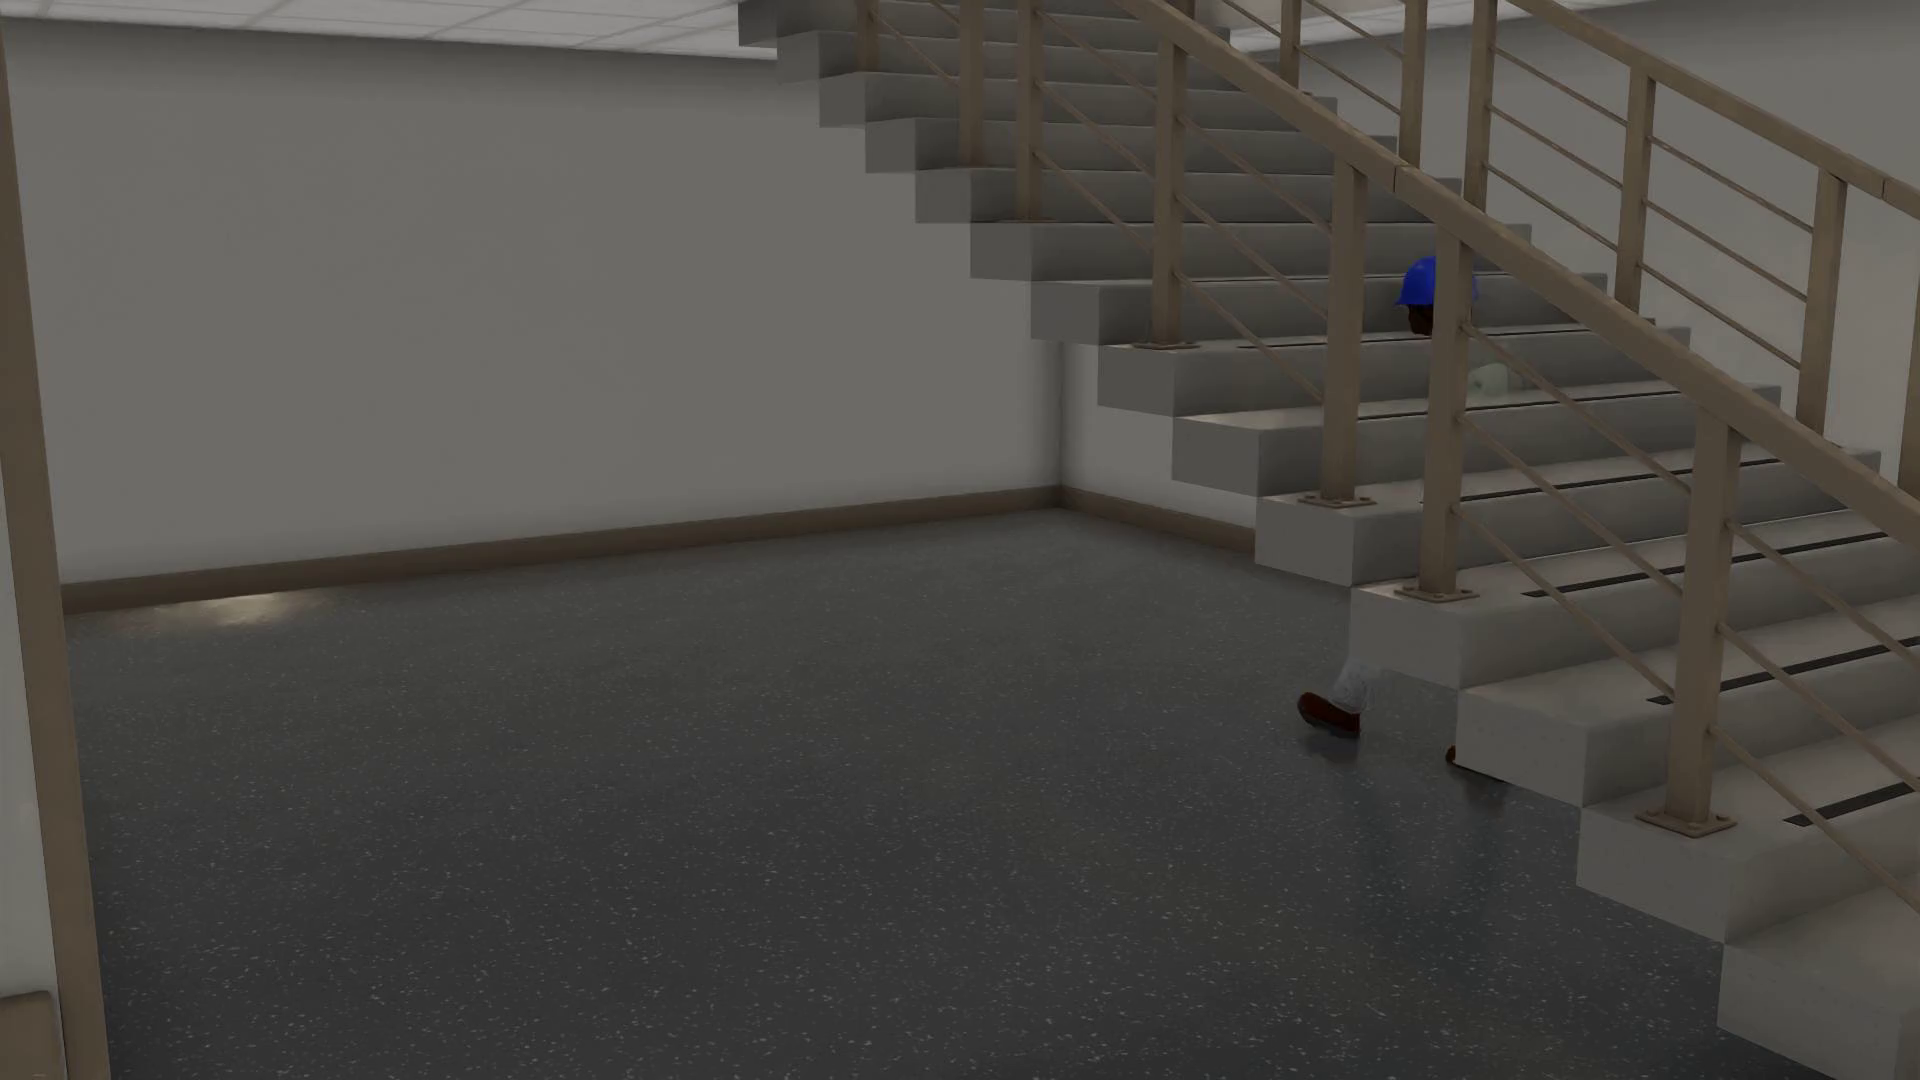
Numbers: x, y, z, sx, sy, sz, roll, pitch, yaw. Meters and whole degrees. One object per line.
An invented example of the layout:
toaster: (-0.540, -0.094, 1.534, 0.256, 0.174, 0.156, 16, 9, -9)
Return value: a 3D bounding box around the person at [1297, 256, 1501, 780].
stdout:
person: (1.754, -0.100, 6.249, 0.600, 1.902, 0.934, -4, 12, -22)
